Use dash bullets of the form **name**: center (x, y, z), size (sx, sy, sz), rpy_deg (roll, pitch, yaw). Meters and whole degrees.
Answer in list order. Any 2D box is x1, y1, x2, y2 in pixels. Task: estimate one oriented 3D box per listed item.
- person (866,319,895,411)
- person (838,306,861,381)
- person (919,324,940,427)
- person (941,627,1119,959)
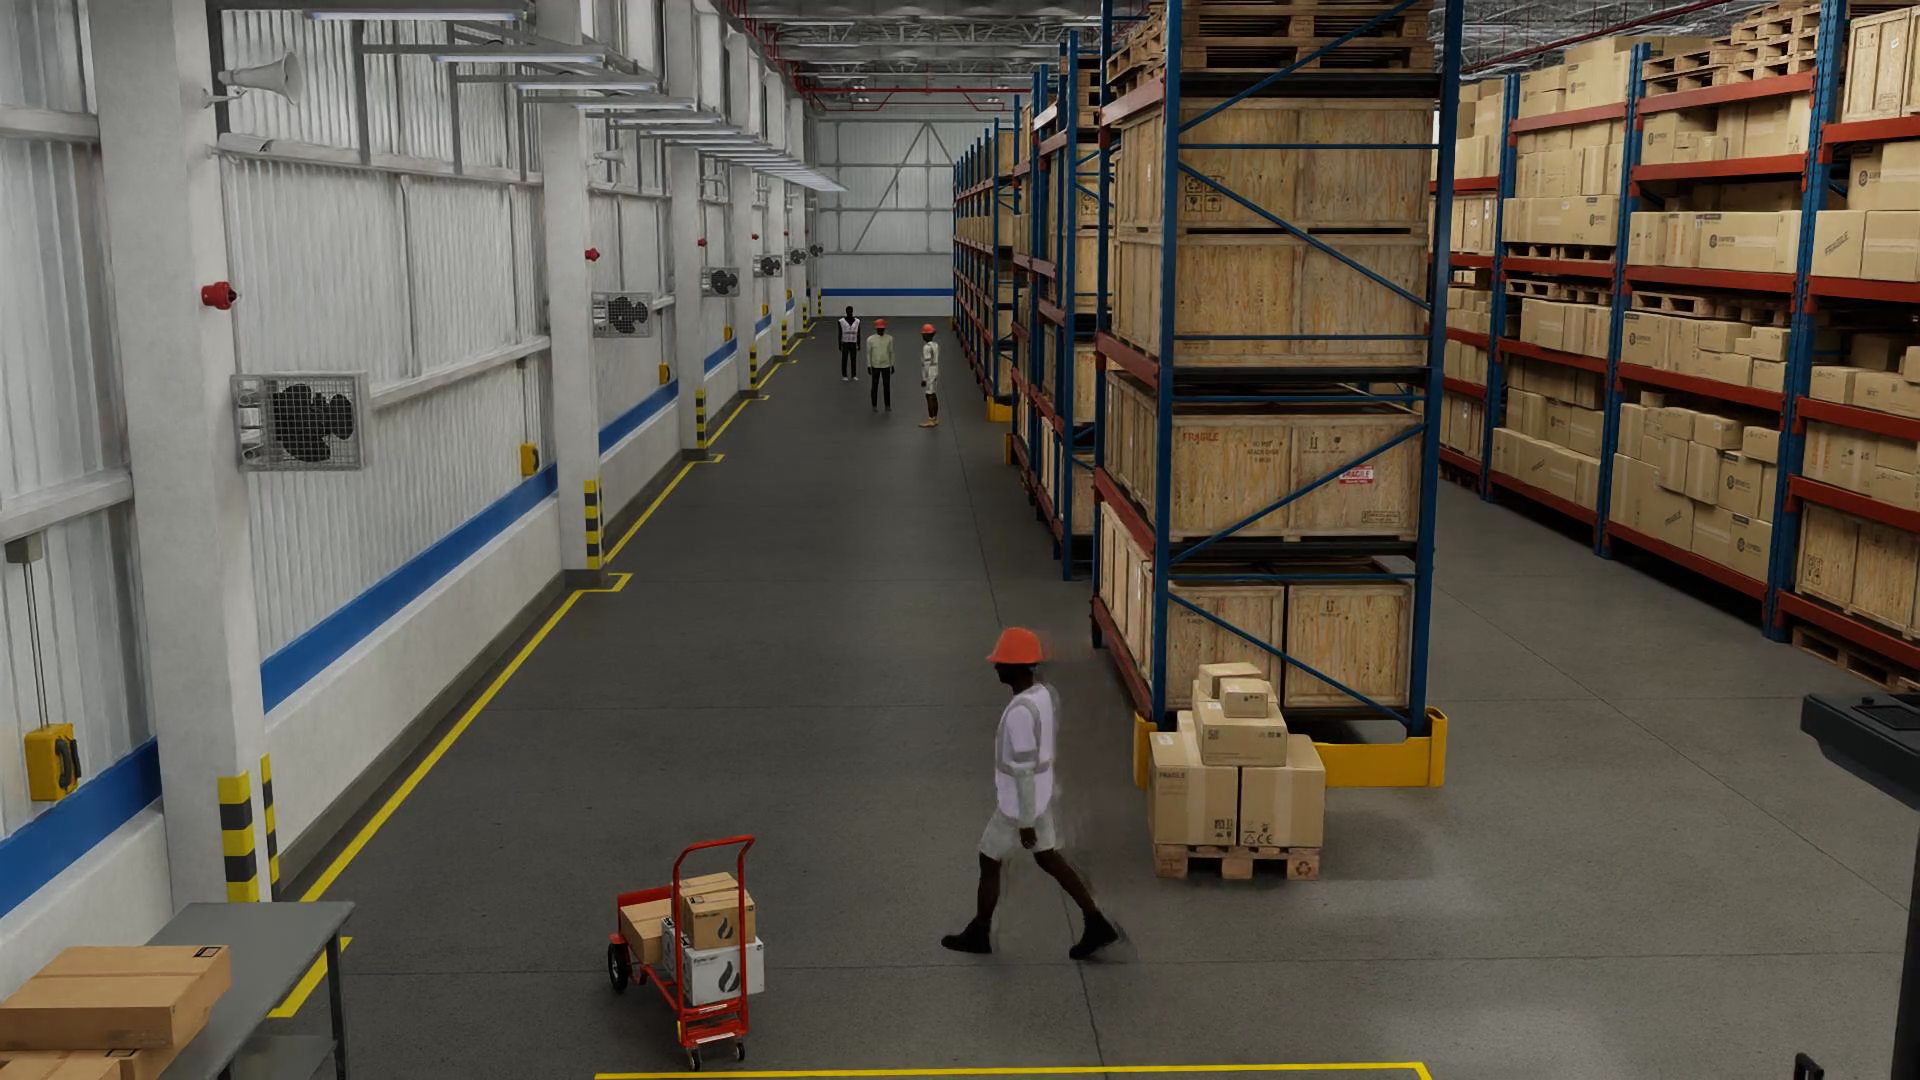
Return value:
- **person**: center (-1.701, -3.750, 35.699), size (0.614, 1.988, 0.405), rpy_deg (-3, 11, -15)
- **person**: center (-2.826, -5.017, 42.483), size (0.589, 1.913, 0.398), rpy_deg (-4, 12, -20)
- **person**: center (-0.618, -3.248, 32.932), size (0.372, 2.044, 0.607), rpy_deg (4, 11, 18)
- **person**: center (0.405, 1.405, 9.131), size (0.981, 1.905, 0.552), rpy_deg (4, 12, 19)
